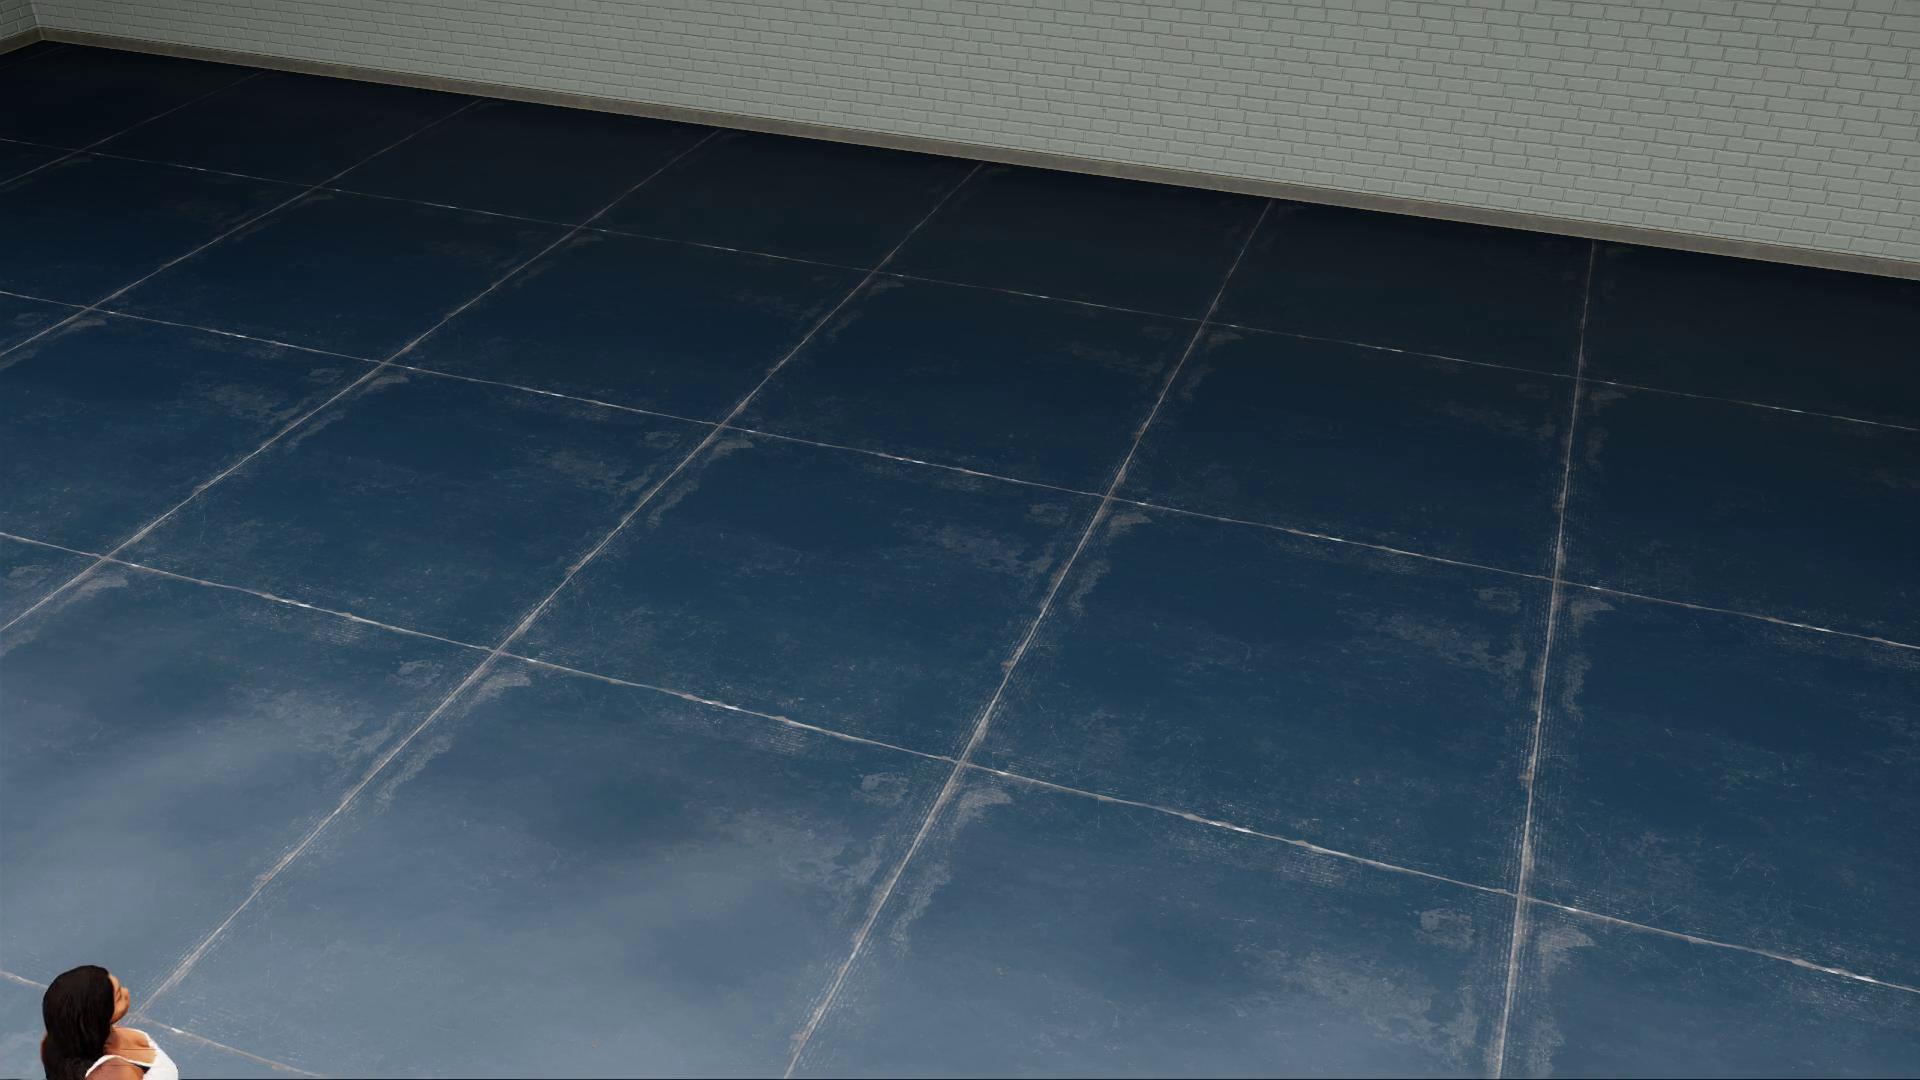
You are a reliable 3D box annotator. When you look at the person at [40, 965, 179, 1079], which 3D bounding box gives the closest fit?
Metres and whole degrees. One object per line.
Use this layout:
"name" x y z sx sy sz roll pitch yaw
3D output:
"person" -3.056 2.270 5.996 0.792 1.795 0.763 -23 40 -32
